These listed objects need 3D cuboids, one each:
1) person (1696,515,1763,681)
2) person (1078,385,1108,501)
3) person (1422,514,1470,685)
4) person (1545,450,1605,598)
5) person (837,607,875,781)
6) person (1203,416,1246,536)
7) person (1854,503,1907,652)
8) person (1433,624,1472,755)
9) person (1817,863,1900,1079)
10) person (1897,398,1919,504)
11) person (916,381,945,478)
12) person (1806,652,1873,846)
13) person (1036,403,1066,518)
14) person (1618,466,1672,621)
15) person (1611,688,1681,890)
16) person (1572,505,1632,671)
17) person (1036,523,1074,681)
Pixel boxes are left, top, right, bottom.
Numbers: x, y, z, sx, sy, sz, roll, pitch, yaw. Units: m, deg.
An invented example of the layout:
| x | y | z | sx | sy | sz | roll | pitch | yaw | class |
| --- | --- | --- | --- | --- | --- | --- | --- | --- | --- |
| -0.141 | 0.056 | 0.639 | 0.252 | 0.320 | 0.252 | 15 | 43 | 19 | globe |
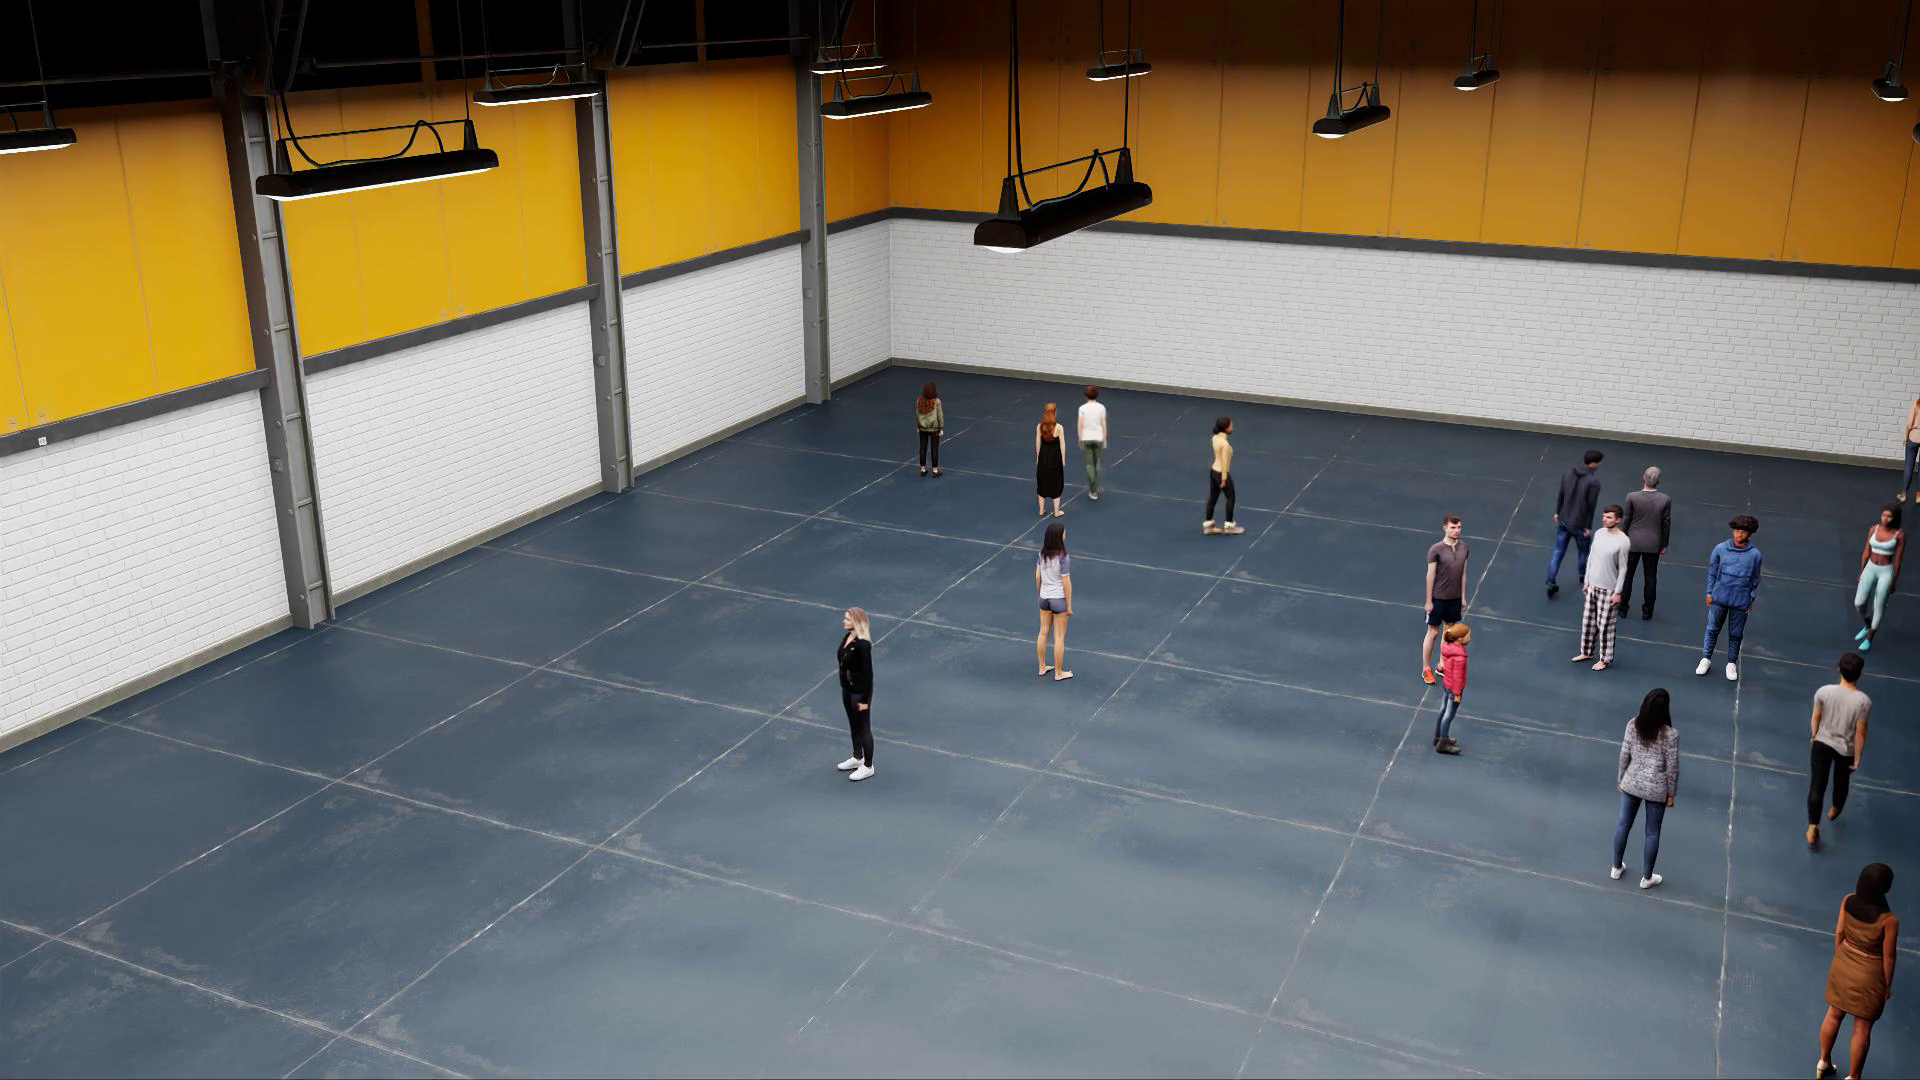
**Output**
| x | y | z | sx | sy | sz | roll | pitch | yaw | class |
| --- | --- | --- | --- | --- | --- | --- | --- | --- | --- |
| 8.283 | 0.591 | 17.864 | 0.669 | 1.810 | 0.568 | 9 | 21 | 25 | person |
| 1.920 | -1.392 | 24.024 | 0.829 | 1.635 | 0.930 | -4 | 19 | -12 | person |
| 5.174 | 0.612 | 17.737 | 0.718 | 1.852 | 0.773 | -6 | 20 | -18 | person |
| 7.362 | -0.163 | 20.089 | 1.300 | 1.818 | 1.106 | -14 | 23 | -36 | person |
| -0.953 | 1.422 | 15.591 | 0.728 | 1.686 | 0.698 | -9 | 21 | -26 | person |
| 3.434 | -0.855 | 22.414 | 0.917 | 1.646 | 0.857 | -7 | 20 | -20 | person |
| 10.306 | 0.397 | 18.582 | 0.732 | 1.719 | 0.691 | -14 | 23 | -35 | person |
| 4.772 | 1.426 | 16.159 | 0.635 | 1.315 | 0.521 | 1 | 19 | 3 | person |
| 6.019 | 2.921 | 11.133 | 0.683 | 1.690 | 0.645 | -9 | 21 | -26 | person |
| 13.789 | -1.419 | 23.862 | 0.593 | 1.791 | 0.525 | 7 | 20 | 21 | person |
| -0.463 | -1.685 | 25.145 | 0.598 | 1.477 | 0.537 | 6 | 20 | 18 | person |
| 7.544 | 1.833 | 14.391 | 0.733 | 1.672 | 1.172 | 13 | 22 | 33 | person |
| 1.255 | -1.125 | 23.247 | 0.581 | 1.626 | 0.587 | 6 | 20 | 18 | person |
| 8.005 | 0.024 | 19.500 | 0.767 | 1.840 | 0.648 | 5 | 19 | 14 | person |
| 5.656 | 2.026 | 13.726 | 0.675 | 1.732 | 0.620 | 16 | 24 | 39 | person |
| 7.018 | 0.493 | 18.097 | 0.741 | 1.847 | 0.709 | -9 | 21 | -25 | person |
| 1.008 | 0.641 | 17.835 | 0.640 | 1.733 | 0.595 | 17 | 25 | 40 | person |
